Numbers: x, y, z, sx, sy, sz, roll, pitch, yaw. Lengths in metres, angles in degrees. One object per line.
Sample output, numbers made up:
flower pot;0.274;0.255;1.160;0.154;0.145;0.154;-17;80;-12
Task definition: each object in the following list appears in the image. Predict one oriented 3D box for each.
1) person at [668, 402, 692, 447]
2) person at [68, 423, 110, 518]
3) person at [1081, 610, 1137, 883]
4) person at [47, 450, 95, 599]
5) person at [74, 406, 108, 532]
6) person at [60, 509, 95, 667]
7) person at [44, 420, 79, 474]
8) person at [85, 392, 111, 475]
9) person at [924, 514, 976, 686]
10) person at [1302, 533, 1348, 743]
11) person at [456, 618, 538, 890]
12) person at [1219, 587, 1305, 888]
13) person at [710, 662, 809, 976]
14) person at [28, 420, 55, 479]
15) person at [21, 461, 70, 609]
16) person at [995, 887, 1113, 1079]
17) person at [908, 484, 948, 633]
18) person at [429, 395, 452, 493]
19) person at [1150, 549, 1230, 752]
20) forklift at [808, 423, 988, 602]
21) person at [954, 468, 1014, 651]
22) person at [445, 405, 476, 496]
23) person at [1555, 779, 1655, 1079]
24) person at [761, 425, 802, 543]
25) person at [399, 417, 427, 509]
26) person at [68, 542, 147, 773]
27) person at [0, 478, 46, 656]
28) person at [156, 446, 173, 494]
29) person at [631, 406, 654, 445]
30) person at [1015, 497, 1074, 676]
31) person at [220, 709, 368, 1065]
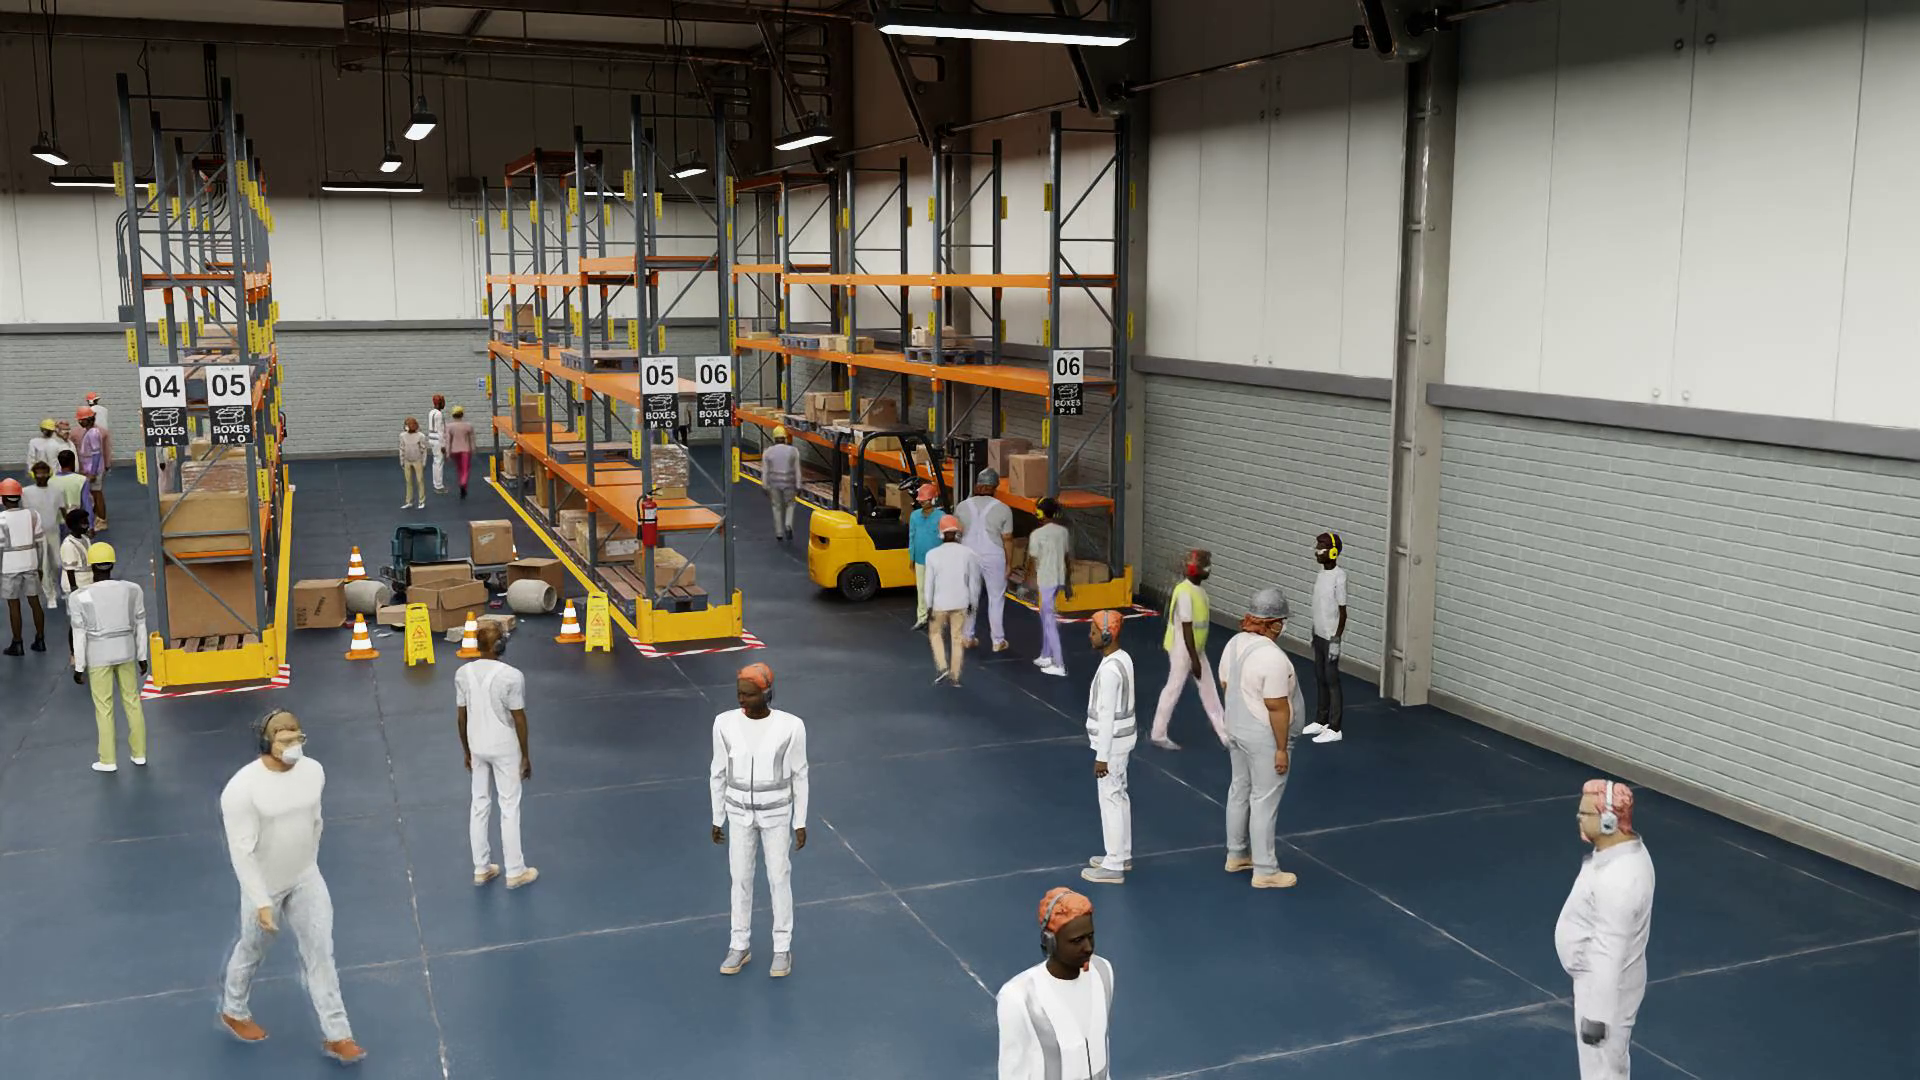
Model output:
person;-5.997;-2.435;35.557;0.523;1.865;0.340;-4;10;-25
person;-14.793;-1.292;28.252;0.666;1.888;0.433;-8;12;-42
person;1.028;1.400;11.368;0.352;1.878;0.567;2;9;11
person;-11.376;-0.194;21.251;0.590;1.918;0.386;0;9;-1
person;-14.017;-1.141;26.839;0.380;2.039;0.607;-6;11;-32
person;-9.307;0.504;17.589;0.323;1.686;0.538;-1;9;-8
person;-13.848;-0.902;25.762;0.402;1.904;0.638;0;9;0
person;-17.787;-2.170;34.244;0.349;1.743;0.563;2;9;14
person;-0.110;0.608;16.757;0.564;1.738;0.379;-3;10;-19
person;3.246;0.860;14.771;0.328;1.872;0.513;-2;9;-13
person;-3.132;1.440;11.218;0.525;1.839;0.334;3;9;16
person;2.088;1.320;11.341;0.535;2.000;0.686;-3;10;-20
person;-1.185;1.641;9.811;0.584;1.882;0.337;1;9;8
person;-15.356;-1.163;28.010;0.531;1.724;0.809;-3;9;-15
person;-11.428;-0.084;20.780;0.524;1.851;0.609;-6;11;-35
person;0.374;2.212;6.218;0.572;1.883;0.354;-8;12;-43
person;-0.367;0.211;19.260;0.563;1.743;0.359;6;11;31
person;-9.927;-1.831;31.688;0.359;1.880;0.575;-5;10;-29
person;2.066;0.972;14.283;0.964;1.791;0.582;4;10;24
forklift;-0.830;-0.399;21.676;2.313;2.155;1.214;-4;10;-21
person;0.296;0.200;18.389;0.684;2.000;0.536;4;10;21
person;-9.307;-1.645;30.970;0.527;1.723;0.687;-1;9;-7
person;2.878;2.005;7.485;0.399;1.901;0.646;4;10;25
person;-2.773;-0.871;25.825;0.625;1.814;0.515;-1;9;-5
person;-9.706;-1.366;29.523;0.500;1.632;0.286;1;9;9
person;-7.097;0.974;13.873;0.382;1.924;0.594;8;12;41
person;-10.270;0.294;18.119;0.356;1.938;0.543;6;11;33
person;-13.877;-1.437;29.052;0.383;1.924;0.594;-2;9;-14
person;-6.359;-2.130;33.752;0.680;1.823;0.638;7;11;38
person;0.864;0.475;17.284;0.542;1.836;0.713;-9;13;-44
person;-3.602;1.806;8.776;1.005;1.898;0.634;6;11;33
